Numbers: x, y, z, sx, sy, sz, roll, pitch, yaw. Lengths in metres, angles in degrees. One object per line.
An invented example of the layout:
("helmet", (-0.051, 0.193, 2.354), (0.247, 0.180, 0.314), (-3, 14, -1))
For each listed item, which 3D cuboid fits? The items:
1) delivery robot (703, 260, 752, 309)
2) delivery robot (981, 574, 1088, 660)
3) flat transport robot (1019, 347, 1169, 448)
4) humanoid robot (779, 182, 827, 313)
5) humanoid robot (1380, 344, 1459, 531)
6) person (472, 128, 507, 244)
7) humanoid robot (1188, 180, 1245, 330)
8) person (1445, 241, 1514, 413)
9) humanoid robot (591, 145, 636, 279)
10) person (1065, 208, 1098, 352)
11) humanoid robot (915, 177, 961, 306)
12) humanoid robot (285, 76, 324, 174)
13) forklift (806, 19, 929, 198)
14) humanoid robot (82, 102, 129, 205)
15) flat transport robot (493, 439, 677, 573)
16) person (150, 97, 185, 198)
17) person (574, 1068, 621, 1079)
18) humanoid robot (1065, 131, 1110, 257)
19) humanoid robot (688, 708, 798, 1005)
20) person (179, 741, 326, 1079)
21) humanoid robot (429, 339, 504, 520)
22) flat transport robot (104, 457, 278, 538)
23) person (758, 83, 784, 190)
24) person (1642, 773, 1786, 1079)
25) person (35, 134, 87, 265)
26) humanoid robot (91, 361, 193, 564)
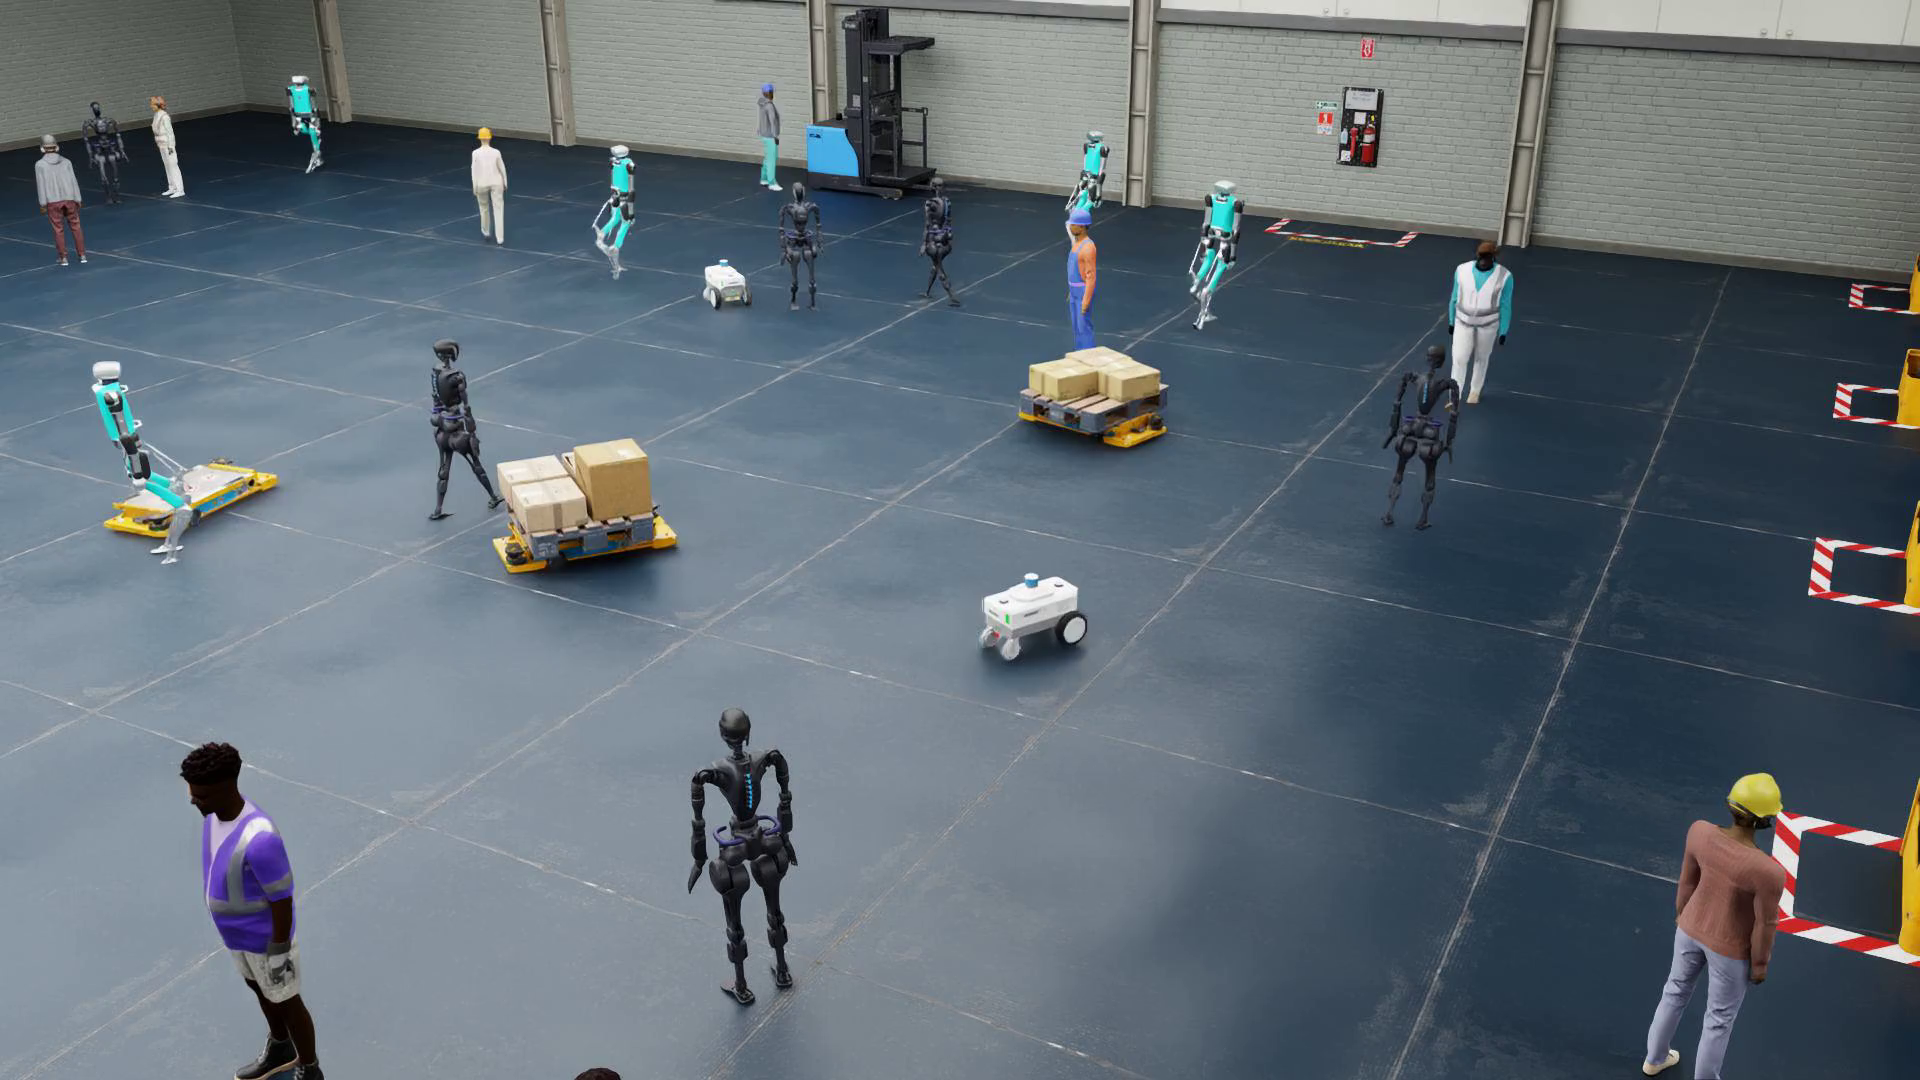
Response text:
("delivery robot", (-3.044, -3.320, 21.521), (0.525, 0.587, 0.743), (-10, 25, -23))
("delivery robot", (0.557, 0.539, 12.547), (0.770, 0.595, 0.499), (-15, 28, -31))
("flat transport robot", (1.359, -1.261, 17.099), (1.431, 0.231, 0.659), (20, 30, 39))
("humanoid robot", (-2.005, -3.706, 21.034), (0.602, 1.649, 0.492), (-8, 25, -18))
("humanoid robot", (3.994, -0.895, 14.461), (0.609, 1.636, 0.415), (11, 25, 23))
("person", (-6.979, -5.272, 24.669), (0.499, 1.663, 0.825), (-6, 24, -15))
("humanoid robot", (3.029, -3.428, 20.385), (0.551, 1.858, 0.829), (19, 30, 37))
("person", (5.403, -2.217, 17.377), (0.644, 1.791, 0.976), (10, 25, 22))
("humanoid robot", (-4.744, -4.376, 22.632), (0.715, 1.903, 0.542), (-20, 30, -39))
("person", (1.329, -2.721, 18.419), (0.371, 1.908, 0.529), (-5, 24, -13))
("humanoid robot", (-0.304, -3.843, 21.397), (0.793, 1.627, 0.615), (15, 27, 31))
("humanoid robot", (-11.517, -7.383, 29.548), (0.548, 1.751, 1.042), (1, 23, 3))
("forklift", (-1.573, -7.292, 27.850), (1.873, 2.768, 1.129), (12, 26, 25))
("humanoid robot", (-13.841, -6.269, 26.979), (0.614, 1.650, 0.408), (-18, 29, -35))
("flat transport robot", (-3.233, -0.046, 14.270), (1.431, 0.231, 0.659), (-11, 26, -24))
("person", (-13.184, -6.529, 27.623), (0.304, 1.639, 0.522), (-21, 31, -39))
("person", (-1.224, 2.653, 5.897), (0.392, 1.922, 0.589), (16, 28, 32))
("humanoid robot", (1.681, -4.896, 23.698), (0.878, 1.772, 0.590), (-13, 26, -27))
("humanoid robot", (-1.117, 1.618, 8.597), (0.599, 1.655, 0.315), (-12, 26, -26))
("person", (-3.320, 1.808, 7.808), (0.611, 1.961, 0.365), (21, 31, 40))
("humanoid robot", (-4.466, -1.020, 14.796), (0.597, 1.631, 0.740), (20, 30, 38))
("flat transport robot", (-6.951, -0.389, 15.068), (0.659, 0.231, 1.431), (8, 25, 19))
("person", (-3.237, -6.817, 28.170), (0.368, 1.749, 0.583), (-7, 24, -16))
("person", (3.613, 1.884, 7.894), (0.339, 1.758, 0.519), (-12, 26, -26))
("person", (-12.629, -4.778, 23.339), (0.544, 1.807, 0.377), (-20, 30, -38))
("humanoid robot", (-6.688, -0.651, 13.824), (0.699, 1.778, 0.530), (-15, 27, -30))
